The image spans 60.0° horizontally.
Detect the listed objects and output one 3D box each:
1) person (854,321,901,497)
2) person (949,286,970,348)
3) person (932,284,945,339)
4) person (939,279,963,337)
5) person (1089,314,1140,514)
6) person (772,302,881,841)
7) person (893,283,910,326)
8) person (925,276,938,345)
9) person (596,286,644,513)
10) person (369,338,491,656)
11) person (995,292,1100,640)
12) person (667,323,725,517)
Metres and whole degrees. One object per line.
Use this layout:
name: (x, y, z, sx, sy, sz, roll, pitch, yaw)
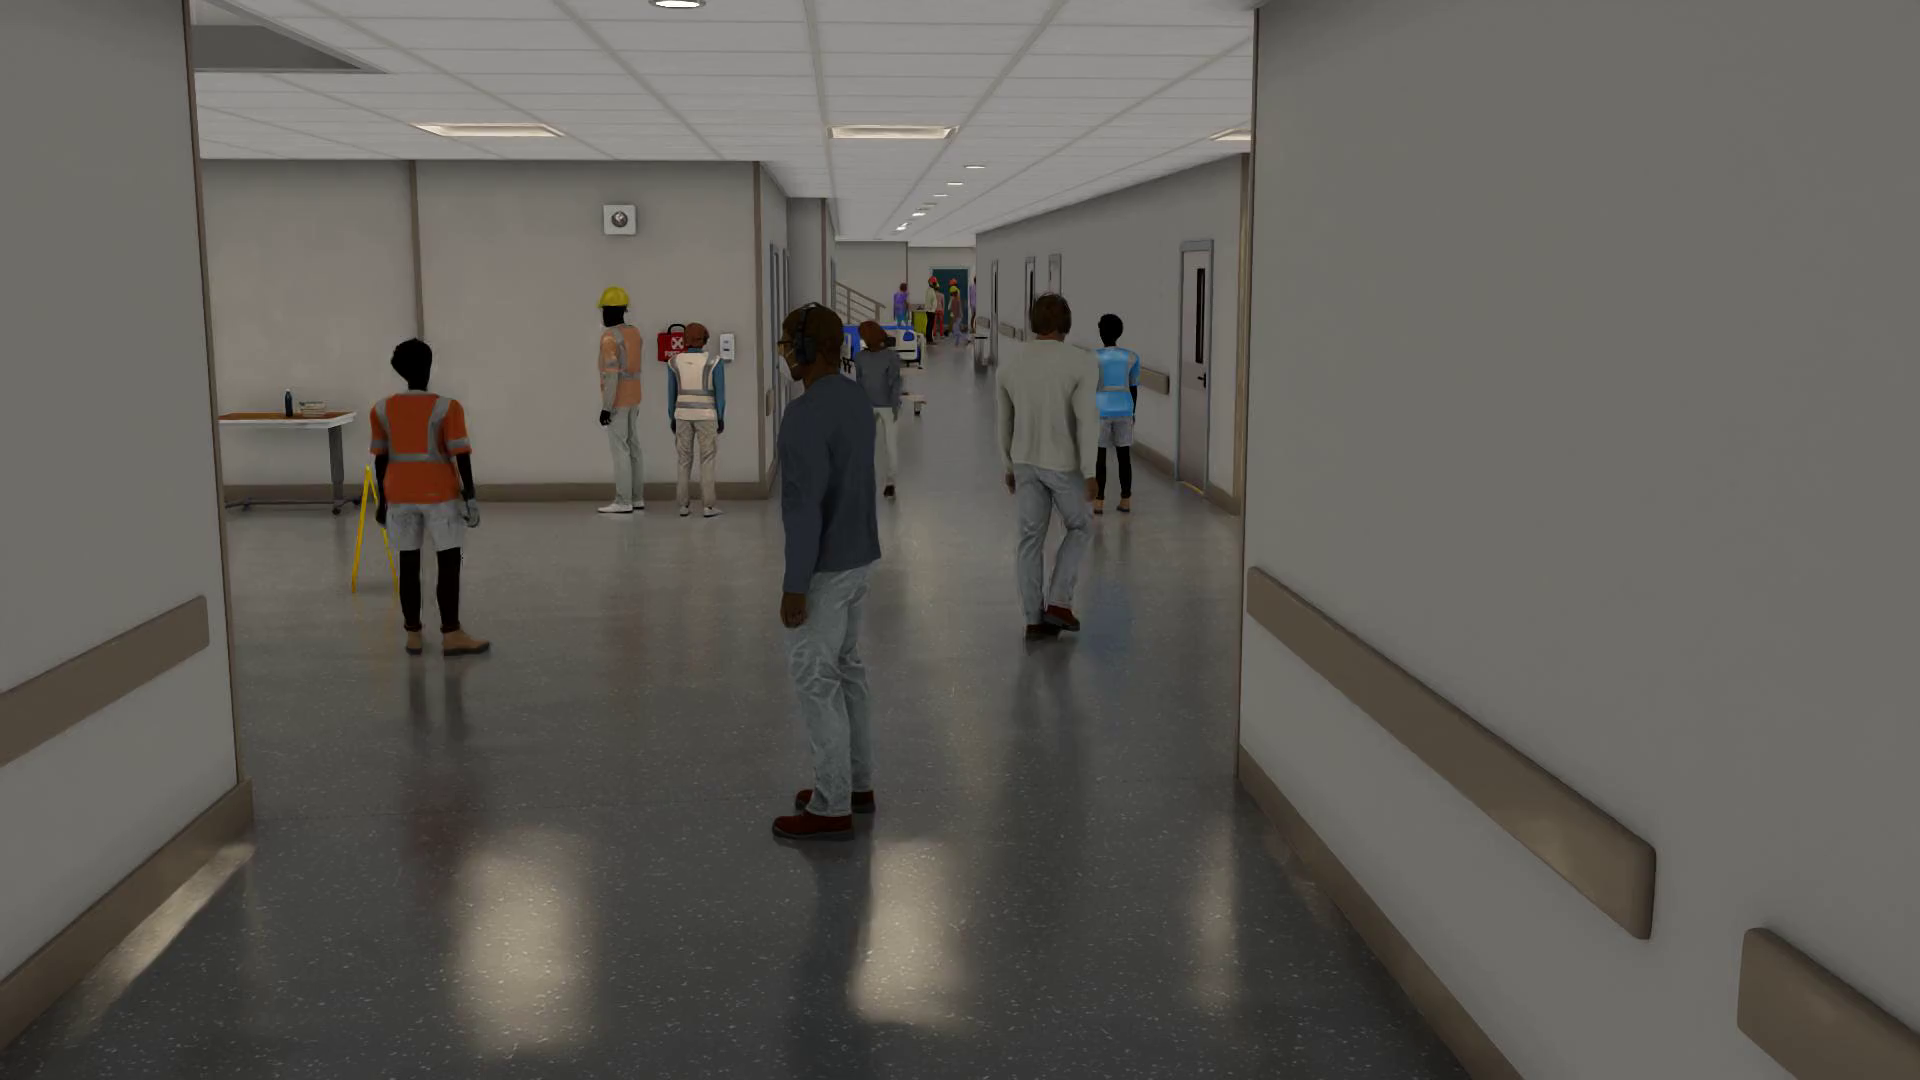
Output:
person: (-0.751, -1.173, 15.037, 0.531, 1.601, 0.569, 3, 10, 21)
person: (-0.025, -6.160, 45.971, 0.576, 1.742, 0.558, 3, 9, 16)
person: (-0.739, -7.235, 52.672, 0.525, 1.759, 0.337, -3, 10, -21)
person: (-0.275, -7.635, 54.753, 0.932, 1.890, 0.555, -3, 9, -16)
person: (1.271, -1.066, 14.123, 0.534, 1.699, 0.318, -3, 10, -18)
person: (-0.480, 0.109, 6.044, 0.369, 1.929, 0.638, 2, 9, 14)
person: (-1.720, -6.491, 47.829, 0.597, 1.815, 0.628, 7, 11, 37)
person: (-0.819, -6.650, 48.291, 0.404, 1.985, 0.602, 2, 9, 10)
person: (-2.909, -1.190, 14.184, 0.368, 1.926, 0.594, 2, 9, 15)
person: (-2.830, -0.221, 8.876, 0.636, 1.683, 0.322, 2, 9, 10)
person: (0.506, -0.402, 9.236, 0.659, 1.924, 0.472, 5, 10, 30)
person: (-2.213, -1.004, 13.970, 0.503, 1.630, 0.323, 2, 9, 14)
